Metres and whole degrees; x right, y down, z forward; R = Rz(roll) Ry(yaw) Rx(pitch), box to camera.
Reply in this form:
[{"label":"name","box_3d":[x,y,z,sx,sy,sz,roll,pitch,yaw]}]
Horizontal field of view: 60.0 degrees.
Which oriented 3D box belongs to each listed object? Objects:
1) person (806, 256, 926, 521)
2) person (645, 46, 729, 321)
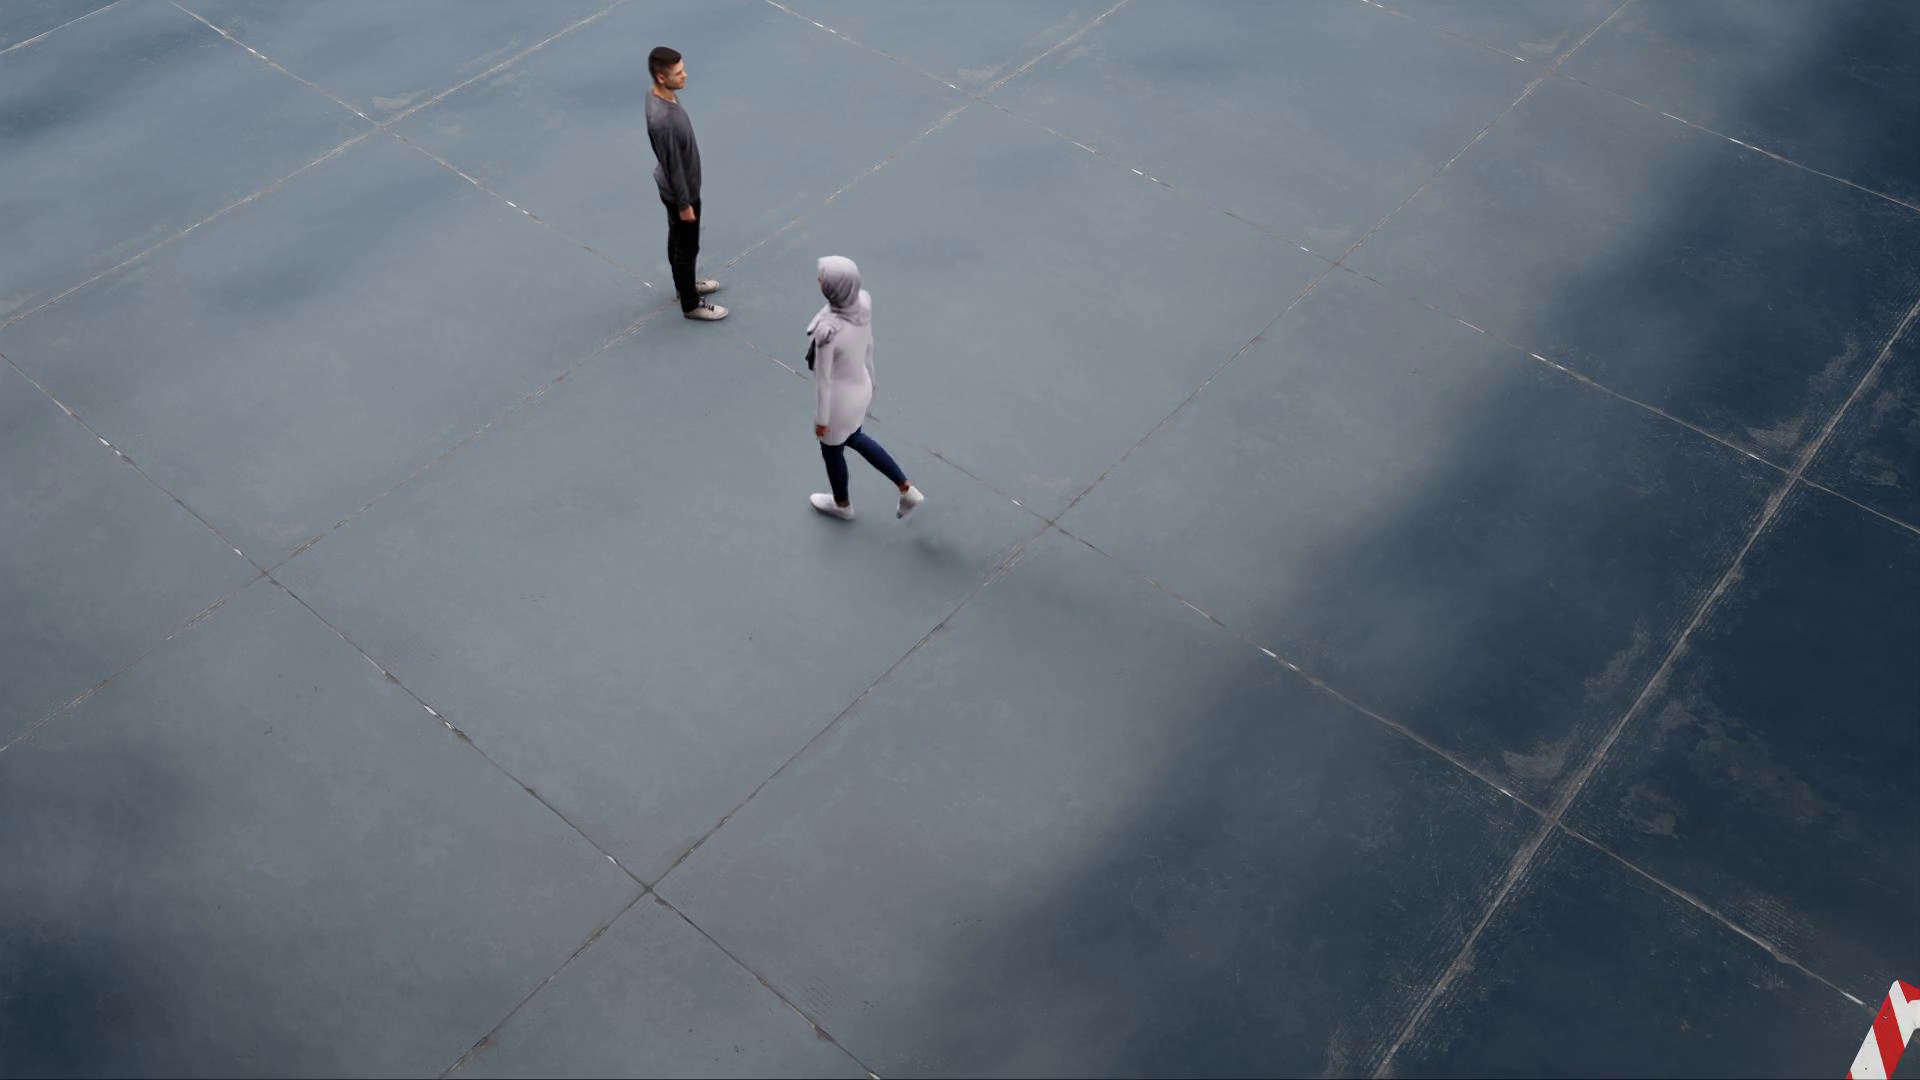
[{"label":"person","box_3d":[-0.523,-0.697,8.510,0.969,1.761,0.736,20,51,18]},{"label":"person","box_3d":[-1.664,-2.089,9.794,0.763,1.764,0.669,-10,48,-9]}]
